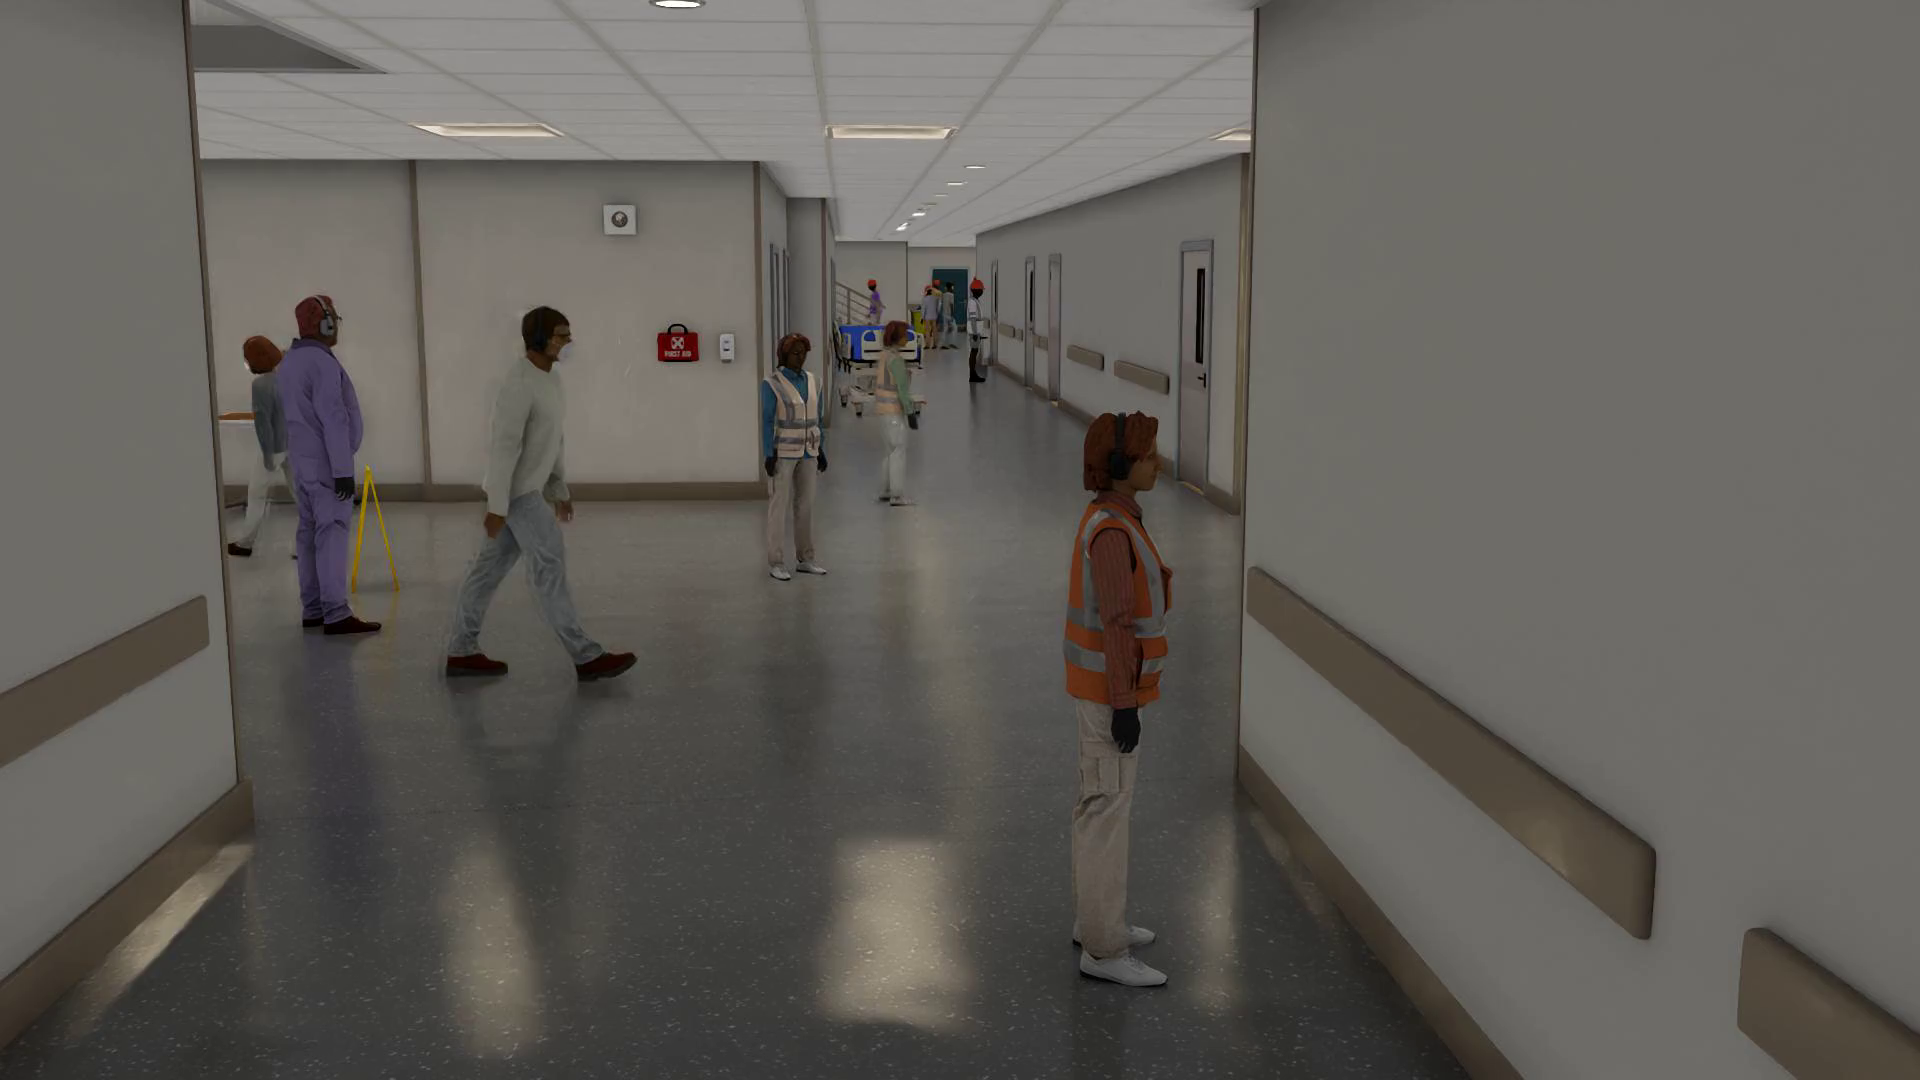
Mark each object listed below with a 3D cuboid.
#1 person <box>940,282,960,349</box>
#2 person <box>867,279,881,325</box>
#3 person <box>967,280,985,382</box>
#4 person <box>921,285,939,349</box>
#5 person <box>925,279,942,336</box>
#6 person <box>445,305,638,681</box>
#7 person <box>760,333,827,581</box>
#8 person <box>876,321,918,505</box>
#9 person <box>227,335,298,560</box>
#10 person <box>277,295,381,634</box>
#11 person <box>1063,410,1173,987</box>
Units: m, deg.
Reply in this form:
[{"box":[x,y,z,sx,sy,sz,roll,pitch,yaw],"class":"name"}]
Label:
[{"box":[-0.275,-6.121,45.436,0.681,1.833,0.542,-8,12,-40],"class":"person"},{"box":[-2.456,-6.444,47.199,0.415,1.917,0.546,0,9,-2],"class":"person"},{"box":[0.315,-3.964,31.574,0.360,1.938,0.545,1,9,6],"class":"person"},{"box":[-0.844,-6.081,45.467,0.564,1.741,0.347,-6,11,-33],"class":"person"},{"box":[-0.914,-7.663,54.976,0.655,1.882,0.420,3,10,18],"class":"person"},{"box":[-2.144,-0.220,8.292,0.997,1.879,0.634,-1,9,-5],"class":"person"},{"box":[-1.109,-0.559,11.125,0.523,1.639,0.306,-9,13,-44],"class":"person"},{"box":[-0.569,-1.115,14.694,0.354,1.620,0.590,-2,9,-12],"class":"person"},{"box":[-4.894,-0.632,11.686,0.832,1.592,0.535,1,9,8],"class":"person"},{"box":[-3.584,-0.422,9.429,0.407,1.909,0.641,-8,12,-41],"class":"person"},{"box":[0.450,0.447,4.809,0.308,1.640,0.511,0,9,2],"class":"person"}]
